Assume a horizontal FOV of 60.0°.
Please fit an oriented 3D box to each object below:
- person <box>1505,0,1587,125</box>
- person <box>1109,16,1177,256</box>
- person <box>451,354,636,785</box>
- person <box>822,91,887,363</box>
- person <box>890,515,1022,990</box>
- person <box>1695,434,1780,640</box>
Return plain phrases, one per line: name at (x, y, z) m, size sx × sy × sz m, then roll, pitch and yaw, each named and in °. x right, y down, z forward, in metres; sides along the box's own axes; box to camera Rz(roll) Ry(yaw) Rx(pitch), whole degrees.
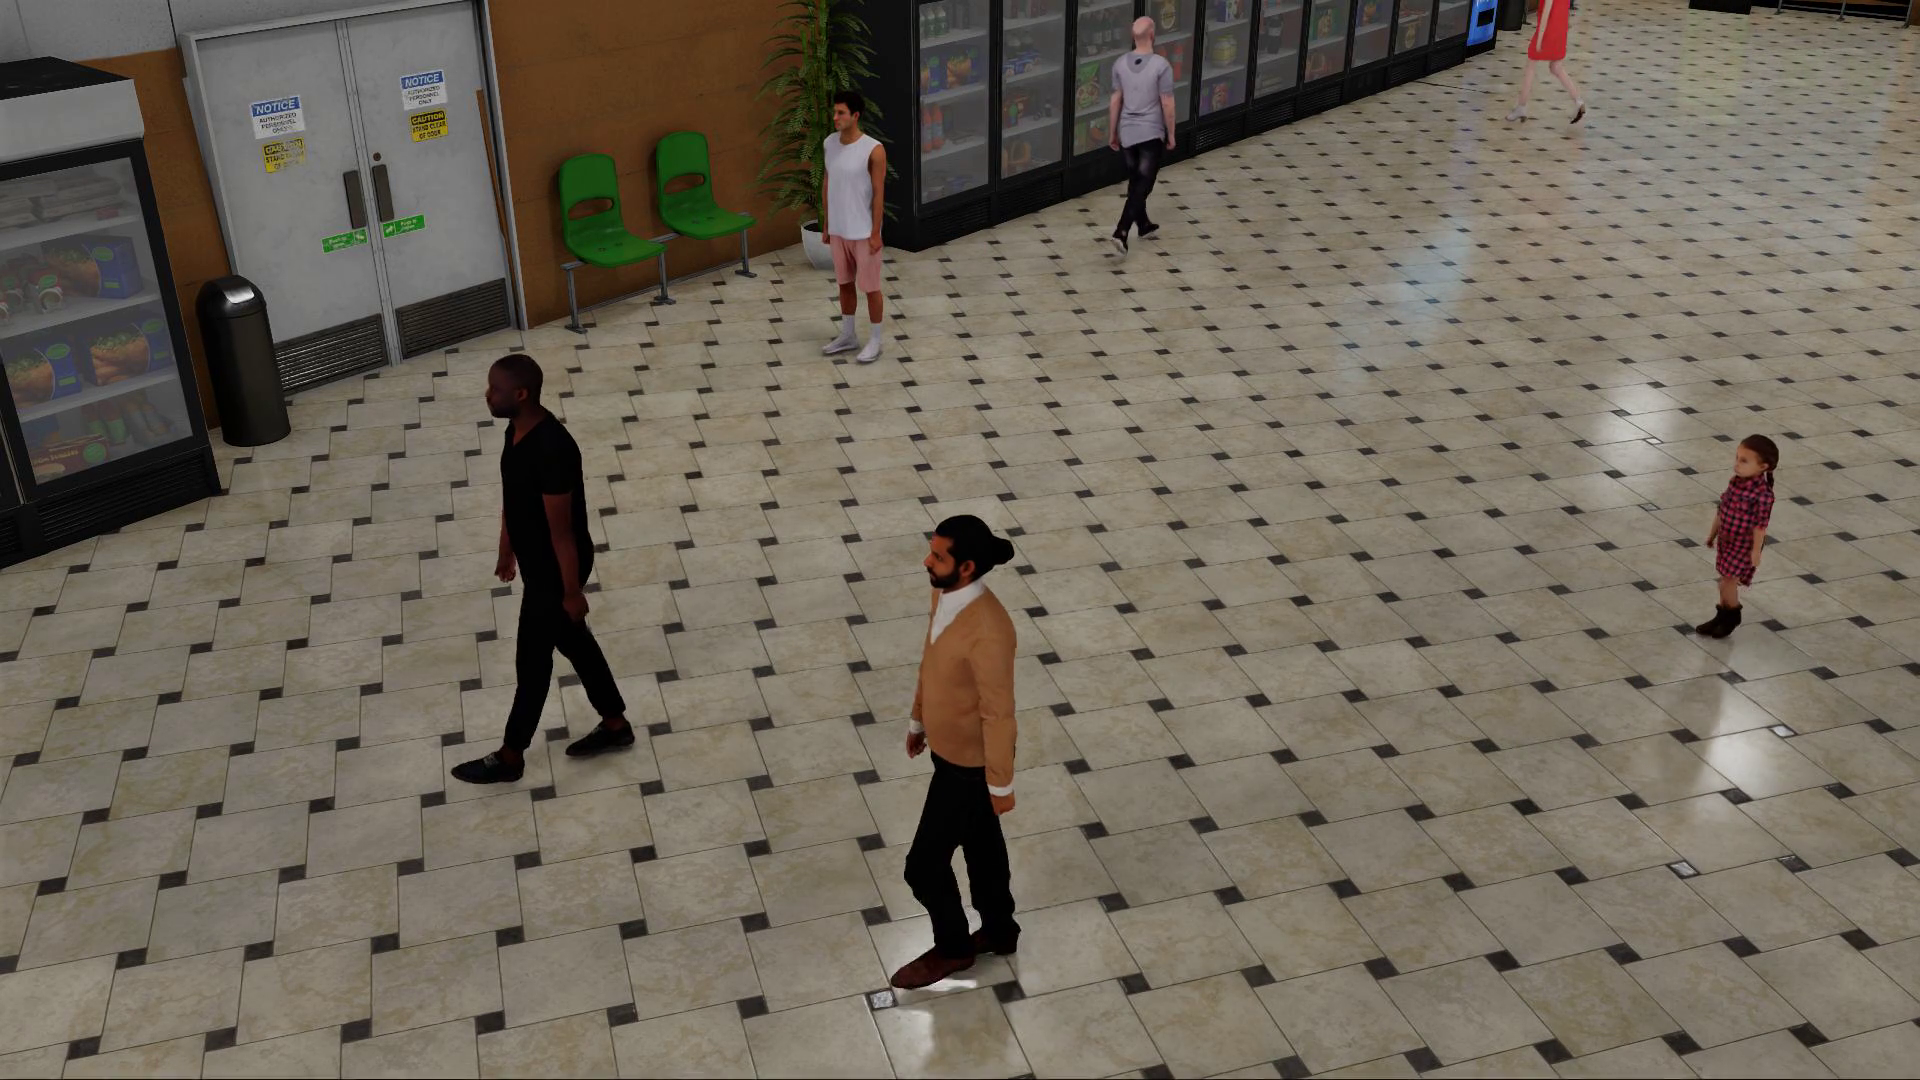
person at (6.083, -5.088, 16.905) m, size 0.774 × 1.799 × 1.146 m, roll -18°, pitch 32°, yaw -32°
person at (1.394, -3.137, 13.059) m, size 1.190 × 1.800 × 0.830 m, roll 17°, pitch 31°, yaw 29°
person at (-1.563, 0.109, 6.666) m, size 0.997 × 1.793 × 1.059 m, roll -13°, pitch 30°, yaw -24°
person at (-0.680, -2.063, 10.957) m, size 0.497 × 1.786 × 0.711 m, roll 18°, pitch 32°, yaw 32°
person at (0.101, 0.709, 5.543) m, size 0.900 × 1.738 × 0.835 m, roll -6°, pitch 28°, yaw -12°
person at (3.677, -0.008, 7.758) m, size 0.557 × 1.014 × 0.482 m, roll -7°, pitch 28°, yaw -13°
